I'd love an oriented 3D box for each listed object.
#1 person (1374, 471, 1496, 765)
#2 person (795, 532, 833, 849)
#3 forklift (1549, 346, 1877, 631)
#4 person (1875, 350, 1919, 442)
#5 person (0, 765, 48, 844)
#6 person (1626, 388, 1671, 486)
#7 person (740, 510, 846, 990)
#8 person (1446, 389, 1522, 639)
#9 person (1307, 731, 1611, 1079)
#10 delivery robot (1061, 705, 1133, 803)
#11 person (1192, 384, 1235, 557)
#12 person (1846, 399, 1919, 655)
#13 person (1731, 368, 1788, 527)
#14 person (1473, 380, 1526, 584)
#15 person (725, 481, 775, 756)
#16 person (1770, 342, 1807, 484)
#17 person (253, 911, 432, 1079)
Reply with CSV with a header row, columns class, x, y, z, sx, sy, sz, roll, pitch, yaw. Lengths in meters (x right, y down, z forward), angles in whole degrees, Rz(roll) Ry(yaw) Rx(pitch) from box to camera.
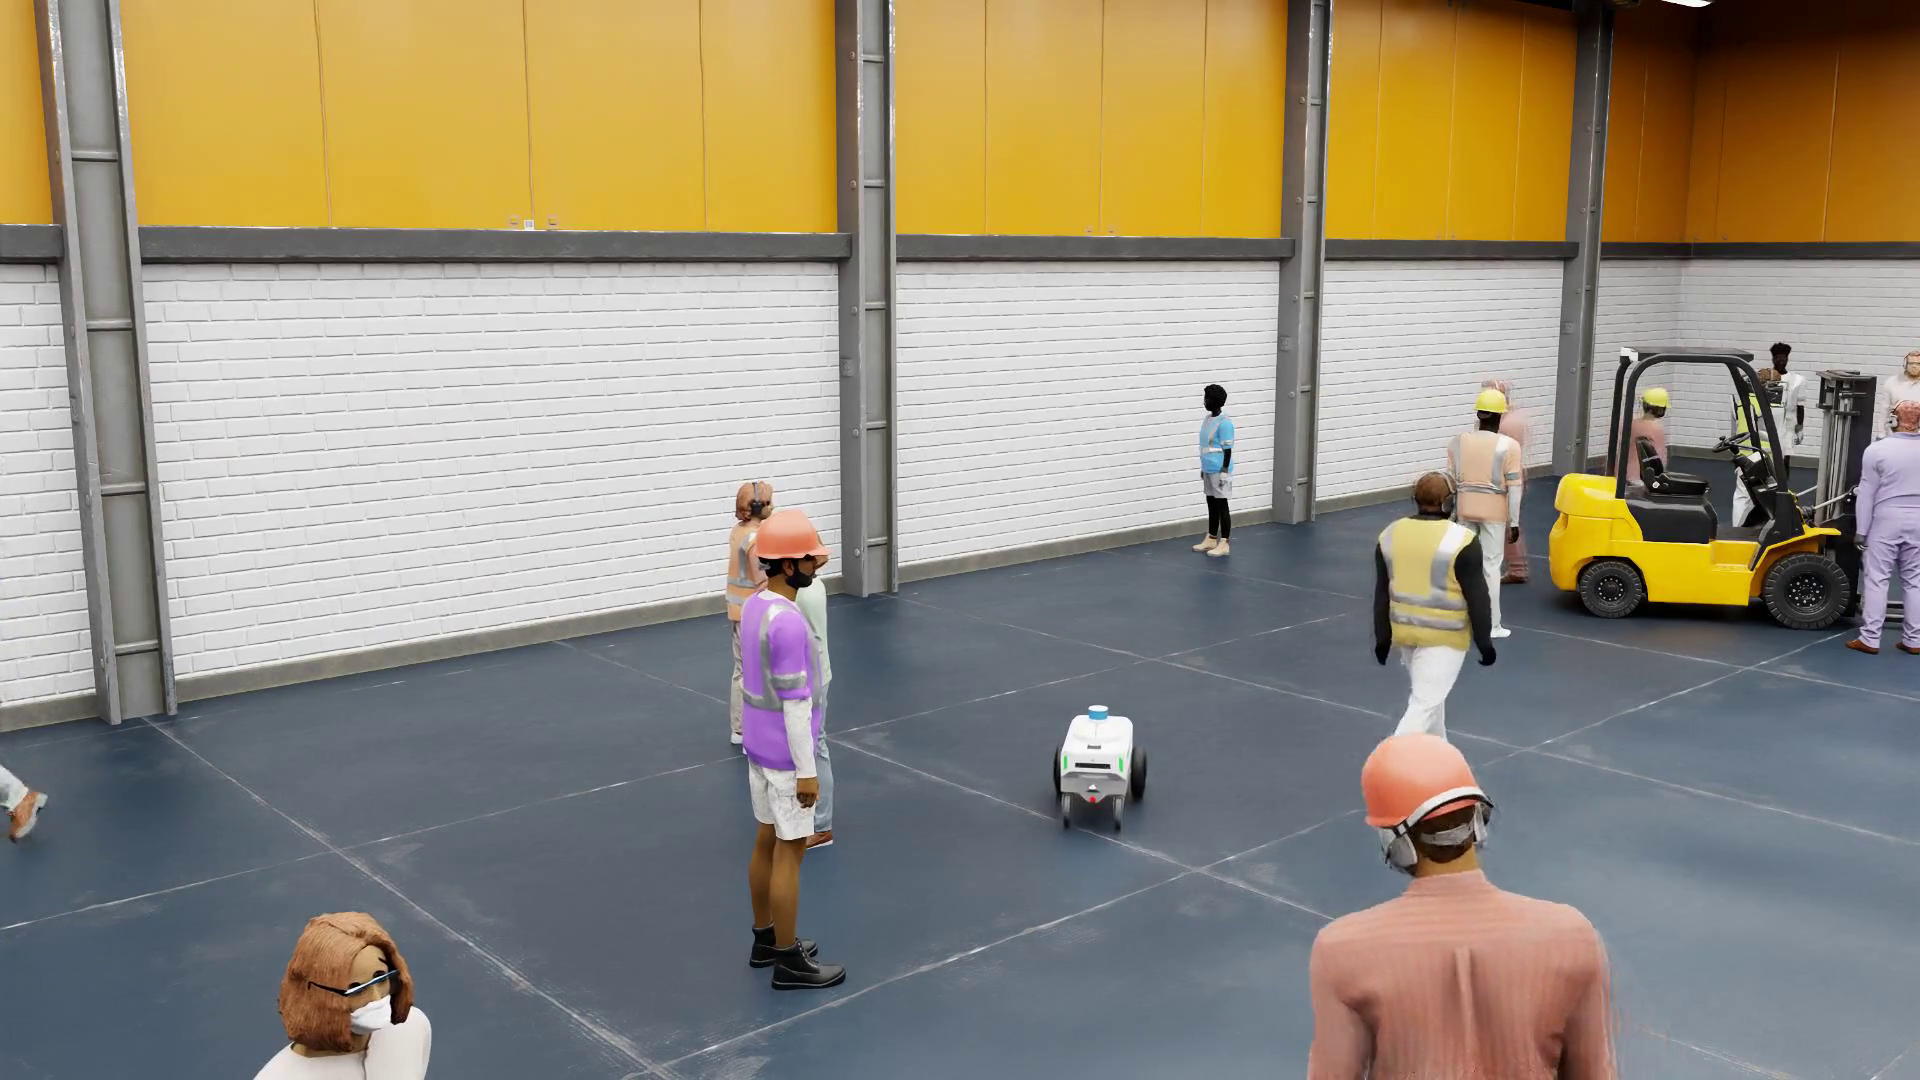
class,x,y,z,sx,sy,sz,roll,pitch,yaw
person,2.527,0.522,9.011,0.961,1.800,0.625,-7,12,-34
person,-0.784,0.722,8.305,0.282,1.633,0.502,-3,10,-16
forklift,6.109,-0.478,13.691,2.313,2.155,1.214,3,10,16
person,10.701,-1.195,18.781,0.642,1.893,0.448,7,12,36
person,-4.953,0.652,8.005,0.920,1.897,0.659,-9,13,-42
person,6.416,-0.586,15.728,0.911,1.717,0.535,-2,10,-14
person,-0.692,0.839,6.725,0.361,1.939,0.543,-4,11,-24
person,4.035,-0.197,12.825,0.594,1.926,0.368,8,13,40
person,1.053,1.401,3.429,0.682,1.947,0.754,1,10,7
delivery robot,0.731,1.124,8.830,0.477,0.478,0.707,1,10,9
person,2.517,-0.689,16.373,0.322,1.698,0.534,-3,10,-15
person,6.942,-0.096,12.322,0.641,1.900,0.403,1,10,3
person,7.953,-0.784,16.533,0.430,1.838,0.619,-3,10,-19
person,4.657,-0.487,14.746,0.993,1.852,0.677,-1,10,-7
person,-1.223,0.464,9.823,0.313,1.633,0.518,-4,10,-21
person,9.450,-1.312,19.284,0.608,1.957,0.380,3,10,20
person,-1.255,1.548,3.463,0.269,1.632,0.504,4,11,24
